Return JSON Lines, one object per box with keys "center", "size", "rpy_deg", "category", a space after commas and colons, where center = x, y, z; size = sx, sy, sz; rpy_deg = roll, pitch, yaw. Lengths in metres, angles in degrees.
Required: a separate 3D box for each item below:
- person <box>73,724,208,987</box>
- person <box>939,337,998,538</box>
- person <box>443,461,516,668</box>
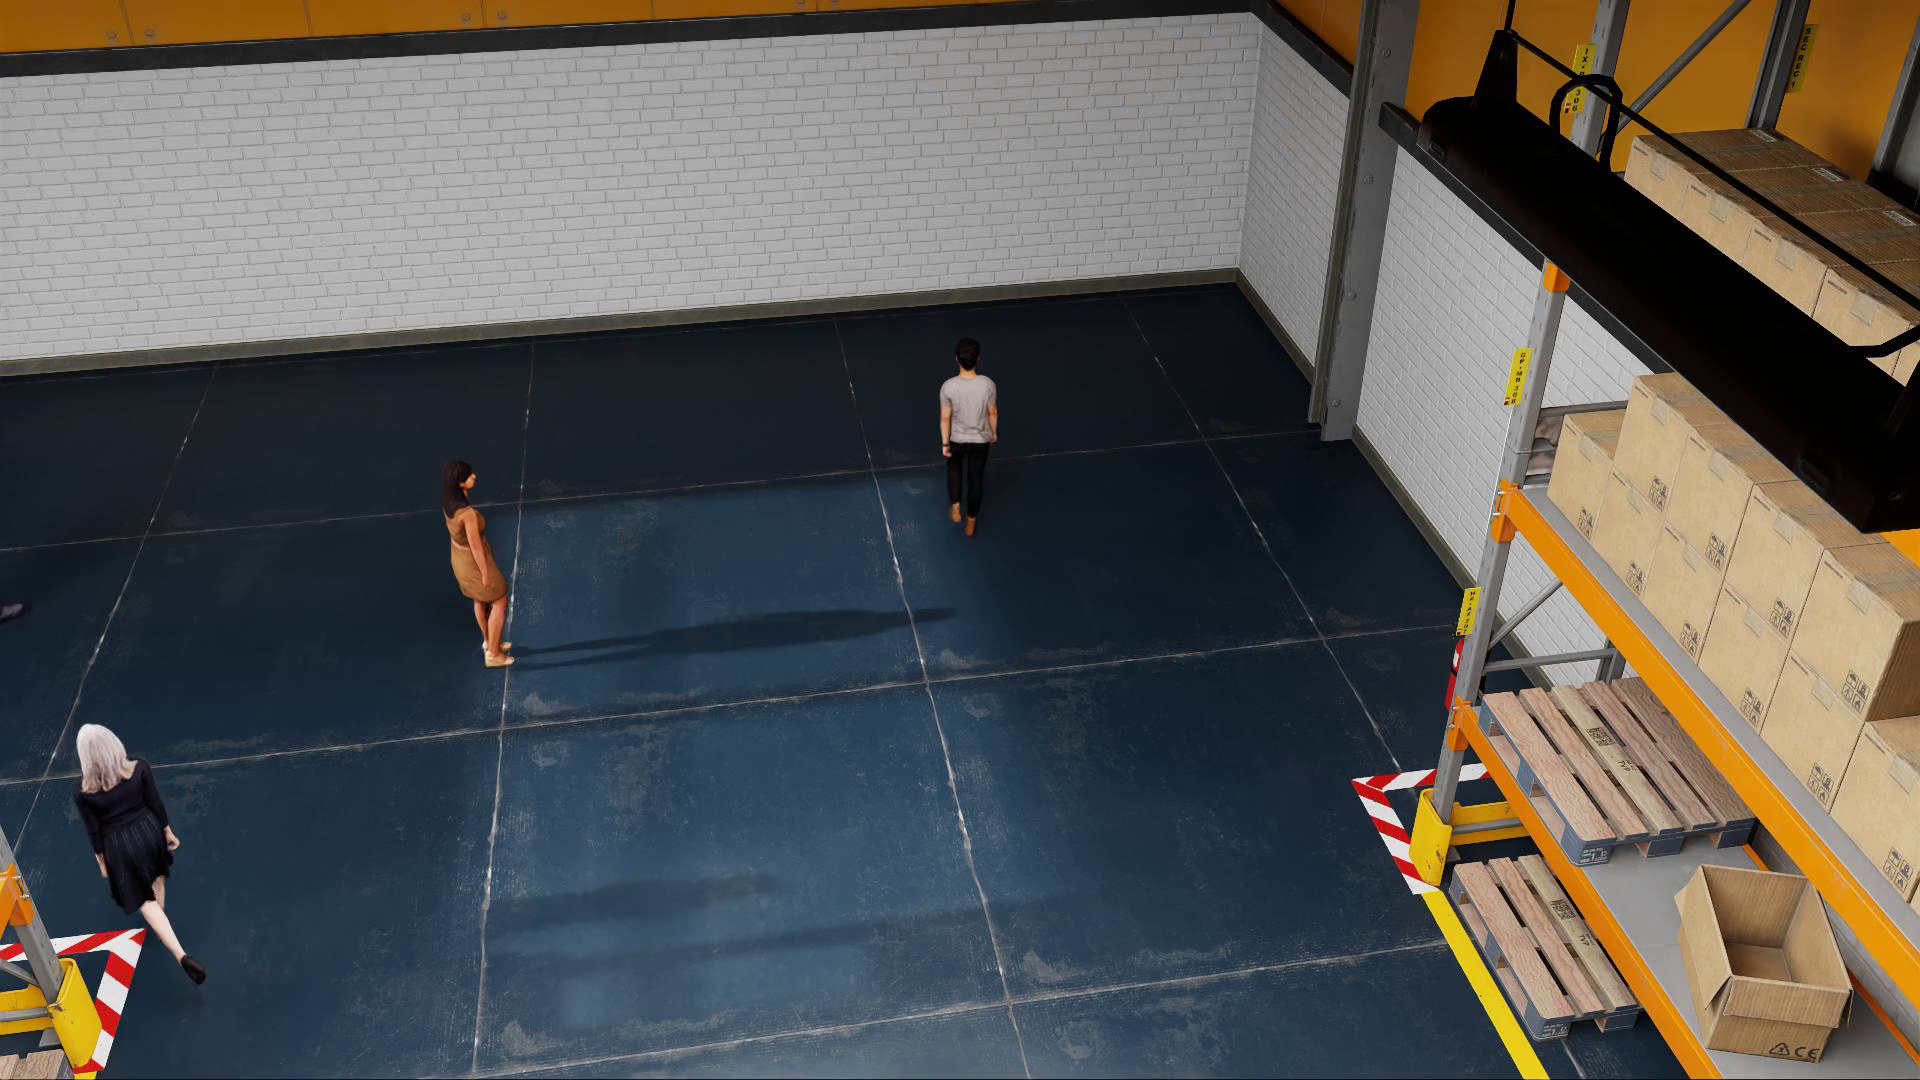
{"center": [-4.581, 1.789, 9.315], "size": [0.976, 1.714, 1.161], "rpy_deg": [-28, 43, -36], "category": "person"}
{"center": [0.067, -0.777, 13.181], "size": [0.666, 1.708, 0.686], "rpy_deg": [1, 34, 2], "category": "person"}
{"center": [-3.478, 0.184, 11.756], "size": [0.734, 1.685, 0.637], "rpy_deg": [-23, 40, -31], "category": "person"}
